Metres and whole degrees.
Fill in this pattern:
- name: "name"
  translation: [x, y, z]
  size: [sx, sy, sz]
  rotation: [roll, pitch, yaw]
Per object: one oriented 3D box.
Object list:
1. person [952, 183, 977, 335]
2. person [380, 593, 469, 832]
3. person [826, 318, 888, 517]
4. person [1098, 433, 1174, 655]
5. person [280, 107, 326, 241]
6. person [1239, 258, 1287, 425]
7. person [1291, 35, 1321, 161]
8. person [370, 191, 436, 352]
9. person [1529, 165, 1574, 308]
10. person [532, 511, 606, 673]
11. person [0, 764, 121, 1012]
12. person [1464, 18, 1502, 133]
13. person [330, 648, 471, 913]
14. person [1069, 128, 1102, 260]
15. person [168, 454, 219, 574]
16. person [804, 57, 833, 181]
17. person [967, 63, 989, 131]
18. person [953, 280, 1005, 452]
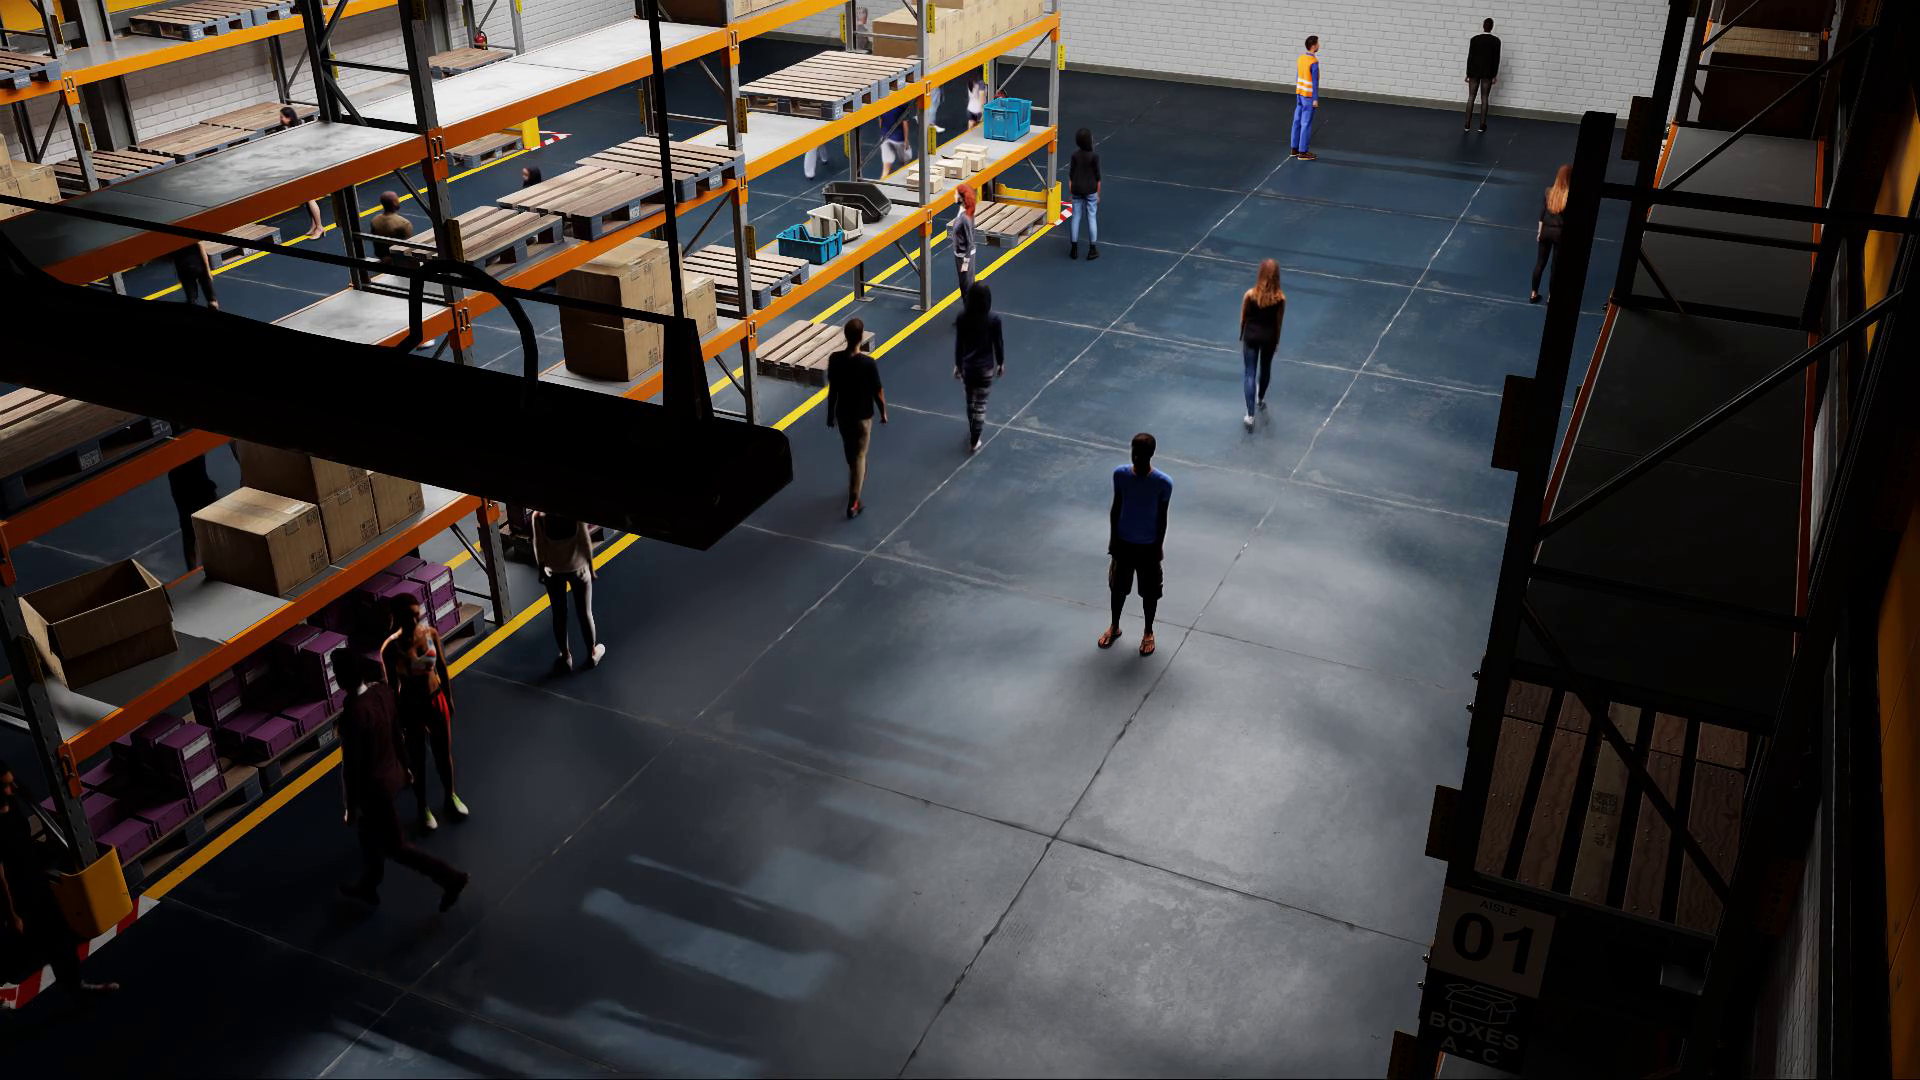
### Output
- name: "person"
  translation: [0.055, -3.236, 19.148]
  size: [0.715, 1.779, 0.600]
  rotation: [-3, 29, -6]
- name: "person"
  translation: [-3.613, 1.122, 11.149]
  size: [0.598, 1.787, 0.709]
  rotation: [-21, 35, -34]
- name: "person"
  translation: [-0.991, -1.082, 15.154]
  size: [0.742, 1.821, 1.099]
  rotation: [9, 30, 15]
- name: "person"
  translation: [1.402, -0.003, 13.132]
  size: [0.662, 1.863, 0.581]
  rotation: [10, 30, 18]
- name: "person"
  translation: [-8.795, -4.895, 22.199]
  size: [0.816, 1.769, 0.783]
  rotation: [-16, 32, -27]
- name: "person"
  translation: [3.055, -1.990, 16.965]
  size: [0.879, 1.682, 1.172]
  rotation: [1, 29, 2]
- name: "person"
  translation: [5.349, -6.838, 25.662]
  size: [0.840, 1.864, 0.783]
  rotation: [-10, 30, -18]
- name: "person"
  translation: [-6.309, -3.032, 18.727]
  size: [0.737, 1.824, 0.564]
  rotation: [11, 30, 19]
- name: "person"
  translation: [7.144, -3.661, 19.996]
  size: [0.638, 1.713, 0.670]
  rotation: [-26, 38, -38]
- name: "person"
  translation: [-3.040, 0.239, 12.845]
  size: [0.697, 1.713, 0.722]
  rotation: [-3, 29, -6]
- name: "person"
  translation: [-5.476, 2.044, 9.509]
  size: [1.102, 1.739, 1.109]
  rotation: [-6, 29, -12]
- name: "person"
  translation: [8.500, -7.584, 27.096]
  size: [0.669, 1.799, 0.571]
  rotation: [10, 30, 18]
- name: "person"
  translation: [-3.543, 1.534, 10.348]
  size: [1.023, 1.833, 1.172]
  rotation: [1, 29, 2]
- name: "person"
  translation: [1.606, -4.469, 21.489]
  size: [0.618, 1.701, 0.602]
  rotation: [6, 29, 11]
- name: "person"
  translation: [-6.450, -0.378, 14.179]
  size: [0.739, 1.520, 1.104]
  rotation: [5, 29, 9]
- name: "person"
  translation: [-2.144, -6.311, 24.831]
  size: [0.608, 1.735, 1.156]
  rotation: [11, 31, 20]
- name: "person"
  translation: [0.200, -6.507, 25.244]
  size: [1.098, 1.682, 0.905]
  rotation: [-18, 34, -30]
- name: "person"
  translation: [0.156, -1.682, 16.370]
  size: [0.768, 1.711, 0.927]
  rotation: [5, 29, 8]
